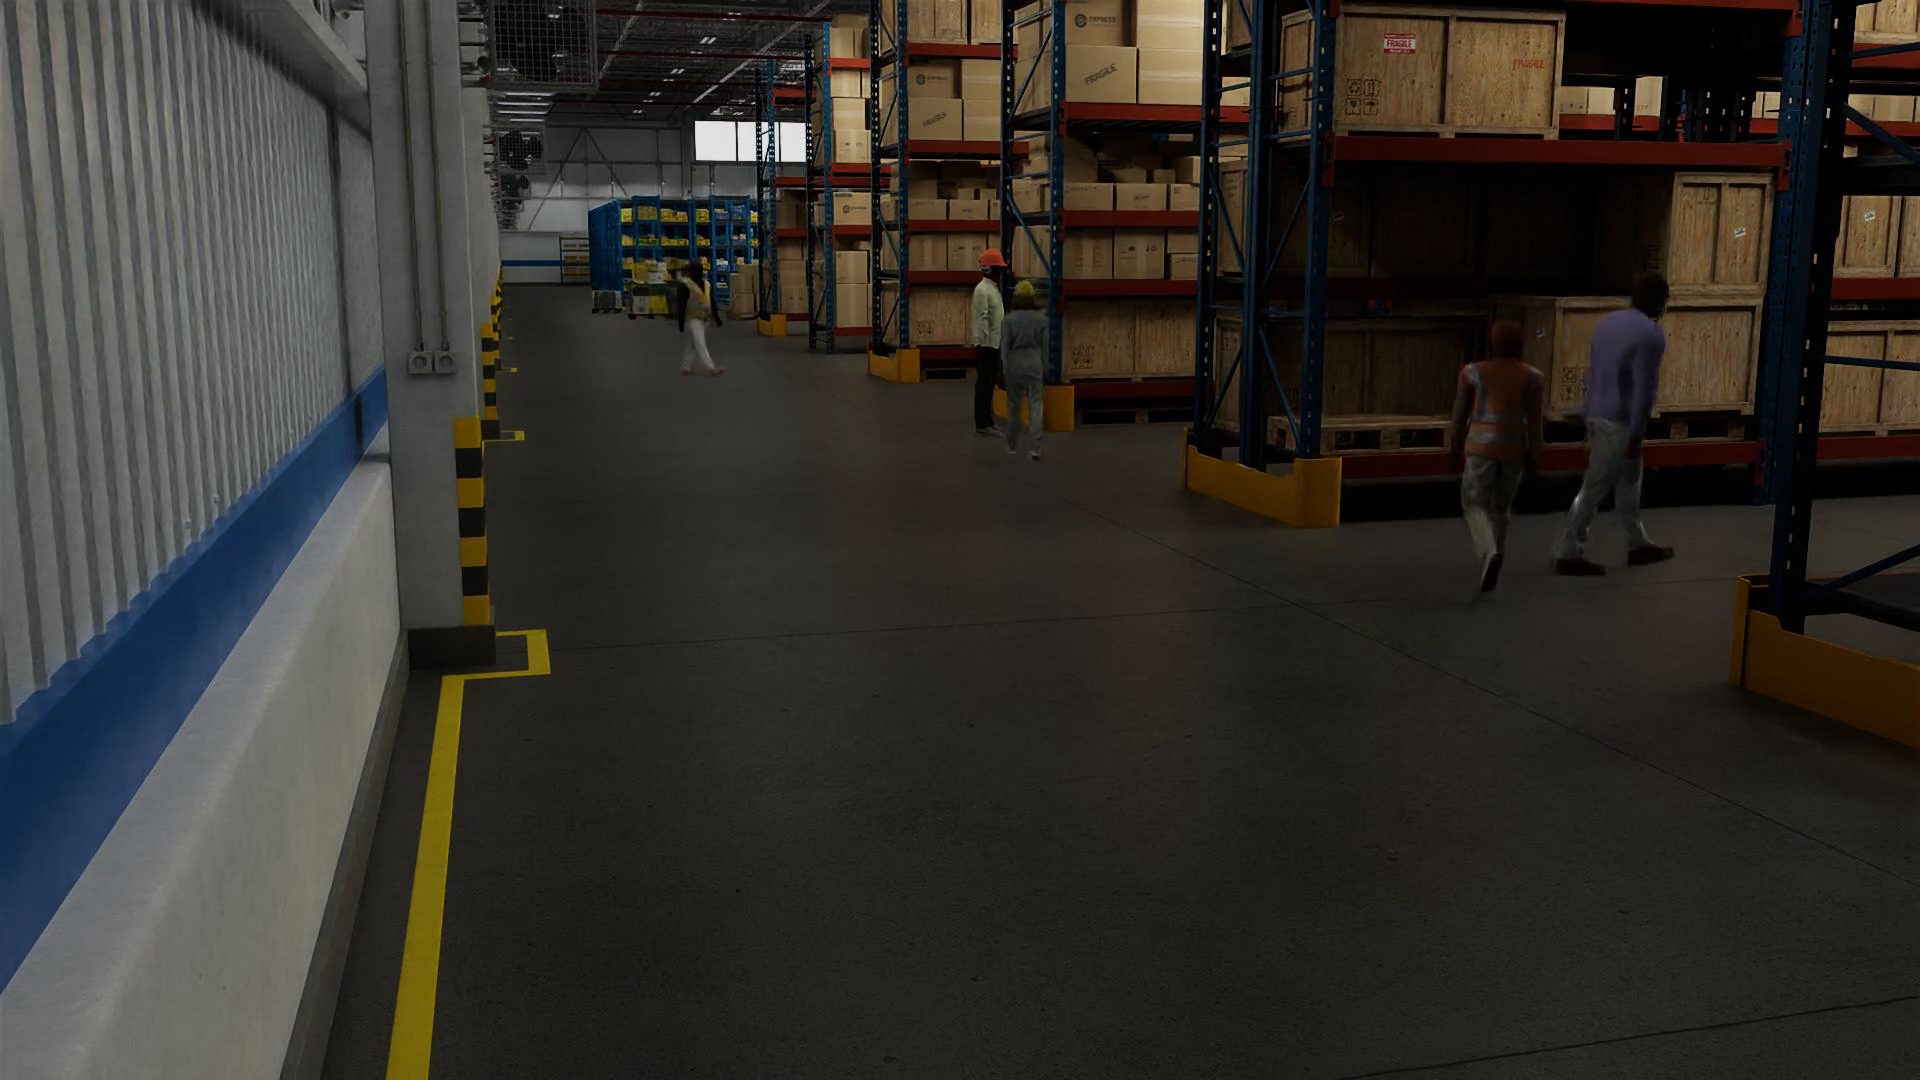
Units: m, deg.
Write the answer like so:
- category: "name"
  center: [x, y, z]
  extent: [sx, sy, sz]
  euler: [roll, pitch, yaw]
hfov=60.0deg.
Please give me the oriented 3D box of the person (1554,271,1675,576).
- category: "person"
  center: [4.132, -0.715, 10.317]
  extent: [0.995, 1.859, 0.640]
  euler: [-1, 10, -8]

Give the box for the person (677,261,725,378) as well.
- category: "person"
  center: [-4.028, -3.410, 25.777]
  extent: [0.999, 1.786, 0.629]
  euler: [6, 12, 32]

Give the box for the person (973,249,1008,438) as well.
- category: "person"
  center: [0.324, -2.092, 17.727]
  extent: [0.386, 1.992, 0.625]
  euler: [2, 10, 12]

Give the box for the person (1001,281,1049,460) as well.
- category: "person"
  center: [0.630, -1.627, 15.944]
  extent: [0.494, 1.694, 0.916]
  euler: [-2, 10, -12]

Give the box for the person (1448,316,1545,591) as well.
- category: "person"
  center: [3.154, -0.495, 9.750]
  extent: [0.517, 1.617, 0.664]
  euler: [0, 10, 3]
